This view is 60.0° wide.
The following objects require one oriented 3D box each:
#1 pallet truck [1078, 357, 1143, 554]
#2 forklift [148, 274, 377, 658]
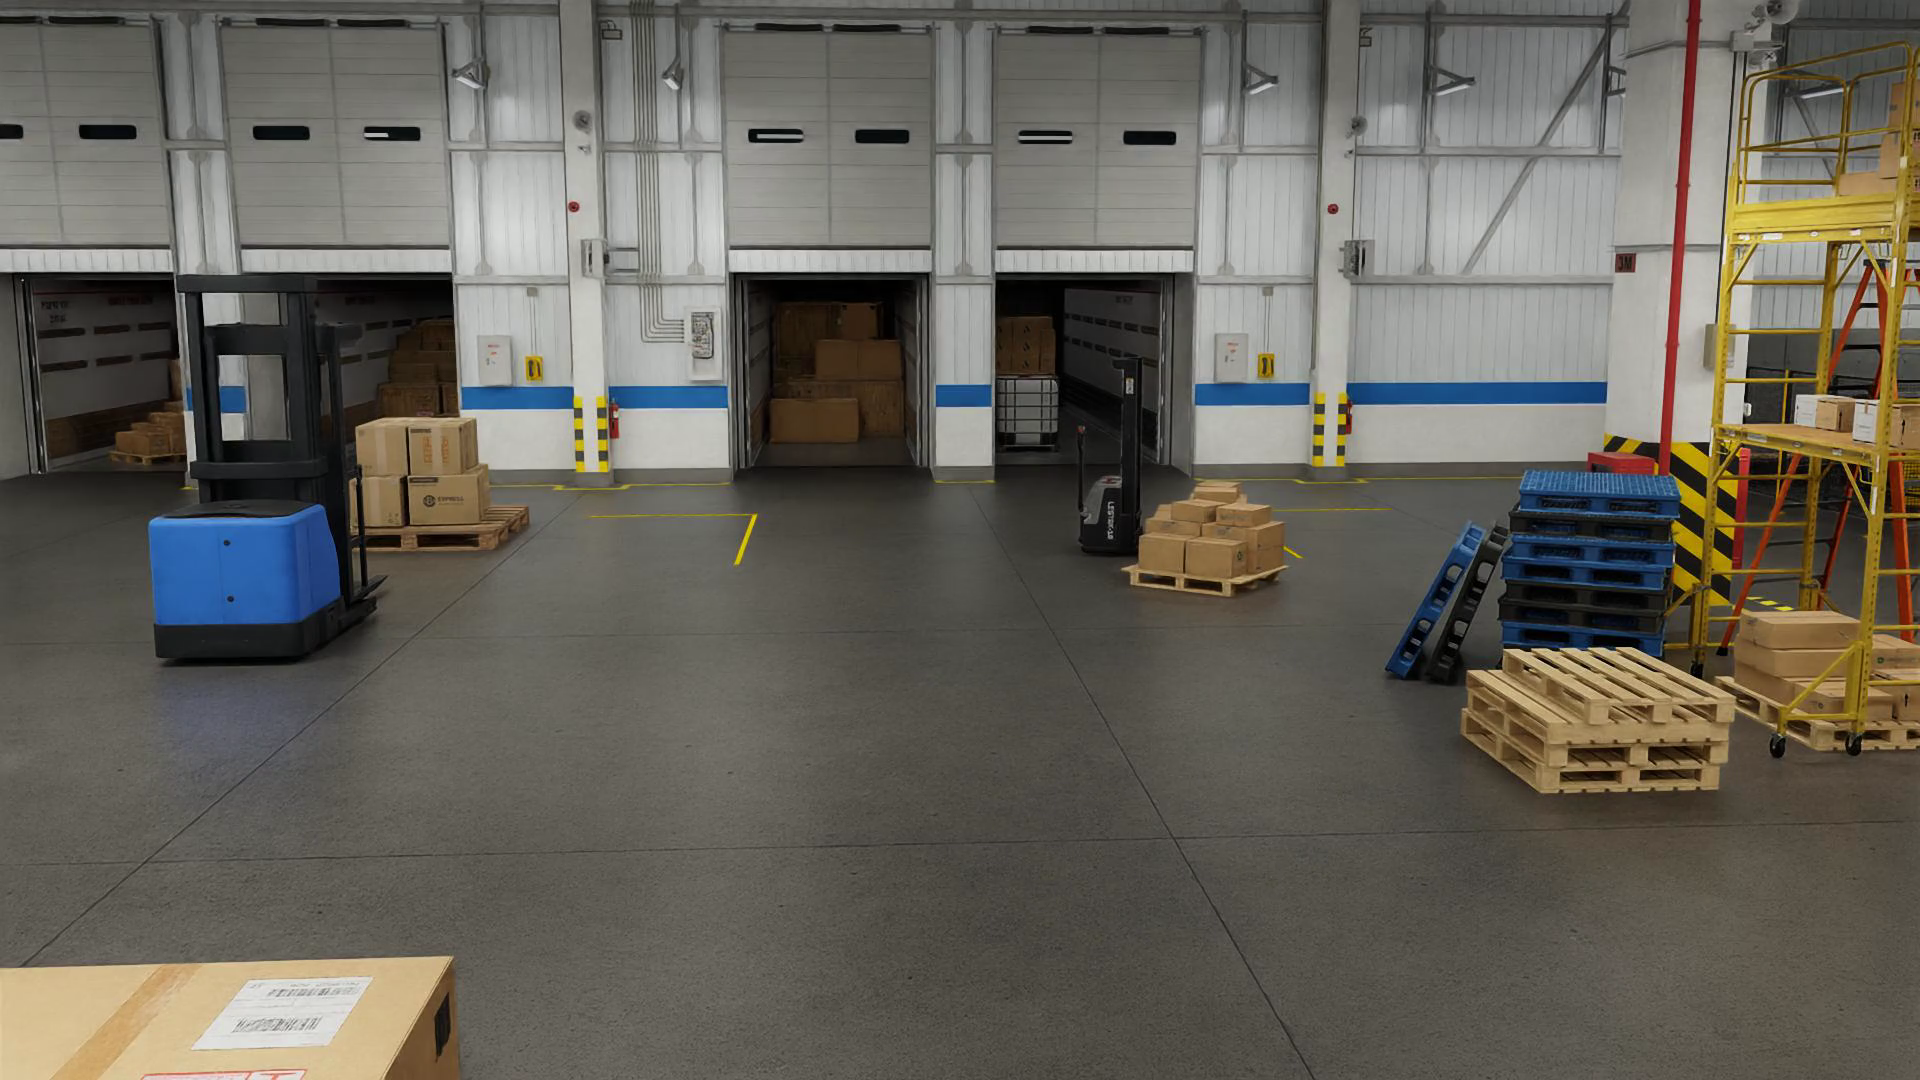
[{"bbox_3d":[2.088,-0.836,16.757,1.885,1.965,0.823,2,9,13],"label":"pallet truck"},{"bbox_3d":[-5.348,-0.627,12.681,1.129,2.768,1.873,-1,9,-4],"label":"forklift"}]
